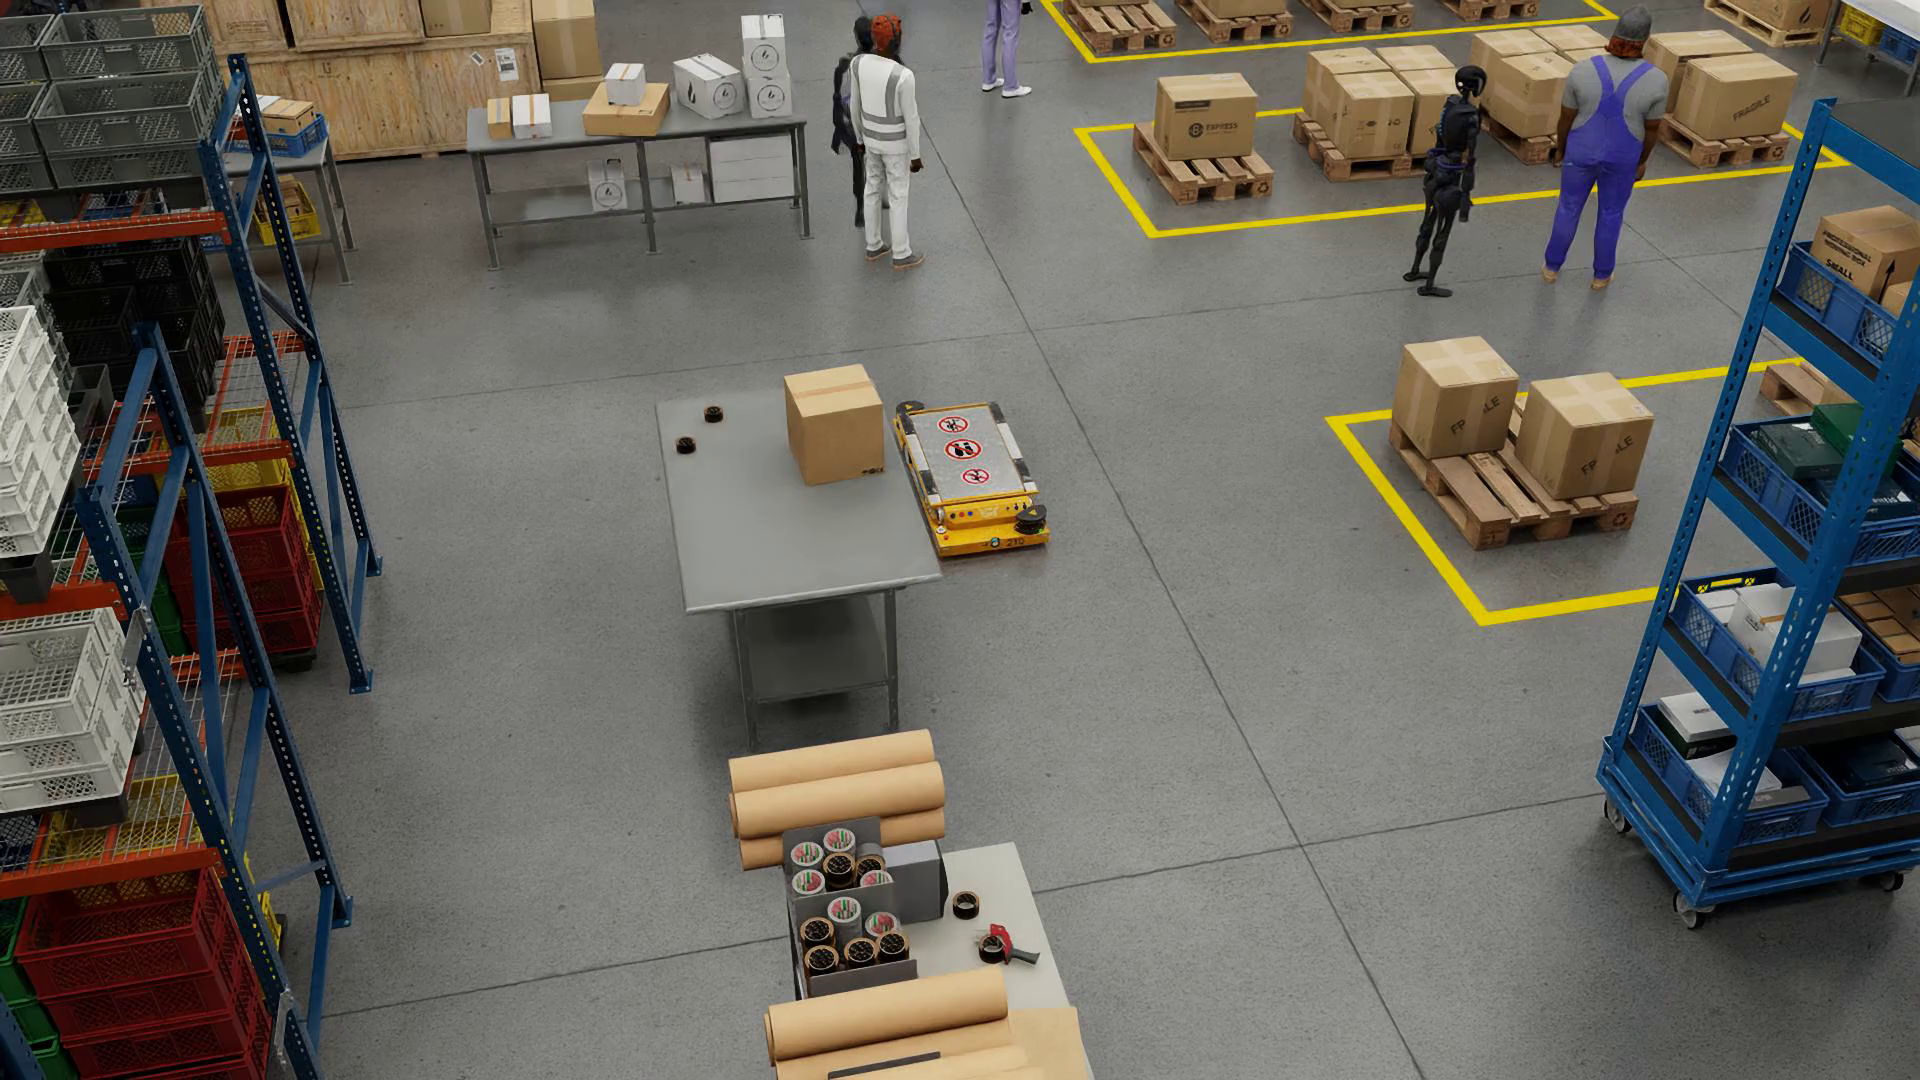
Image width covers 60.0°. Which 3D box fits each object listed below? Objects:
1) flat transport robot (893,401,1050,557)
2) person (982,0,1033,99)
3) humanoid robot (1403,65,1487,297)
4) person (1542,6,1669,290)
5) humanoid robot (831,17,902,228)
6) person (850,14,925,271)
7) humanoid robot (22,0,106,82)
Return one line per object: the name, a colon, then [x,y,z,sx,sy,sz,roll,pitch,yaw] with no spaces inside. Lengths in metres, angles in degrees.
flat transport robot: [0.046,-0.430,10.108,0.652,0.197,1.431,-8,37,-10]
person: [0.406,-4.906,14.759,0.592,1.924,0.379,30,46,34]
humanoid robot: [3.466,-2.558,11.800,0.326,1.657,0.593,-5,37,-7]
person: [4.565,-2.779,11.806,0.678,2.000,0.537,16,40,20]
humanoid robot: [-0.688,-3.204,12.698,0.619,1.644,0.541,-17,40,-22]
person: [-0.522,-2.871,12.059,0.586,1.882,0.343,24,43,29]
humanoid robot: [-7.236,-3.861,13.551,0.328,1.657,0.591,22,42,26]
